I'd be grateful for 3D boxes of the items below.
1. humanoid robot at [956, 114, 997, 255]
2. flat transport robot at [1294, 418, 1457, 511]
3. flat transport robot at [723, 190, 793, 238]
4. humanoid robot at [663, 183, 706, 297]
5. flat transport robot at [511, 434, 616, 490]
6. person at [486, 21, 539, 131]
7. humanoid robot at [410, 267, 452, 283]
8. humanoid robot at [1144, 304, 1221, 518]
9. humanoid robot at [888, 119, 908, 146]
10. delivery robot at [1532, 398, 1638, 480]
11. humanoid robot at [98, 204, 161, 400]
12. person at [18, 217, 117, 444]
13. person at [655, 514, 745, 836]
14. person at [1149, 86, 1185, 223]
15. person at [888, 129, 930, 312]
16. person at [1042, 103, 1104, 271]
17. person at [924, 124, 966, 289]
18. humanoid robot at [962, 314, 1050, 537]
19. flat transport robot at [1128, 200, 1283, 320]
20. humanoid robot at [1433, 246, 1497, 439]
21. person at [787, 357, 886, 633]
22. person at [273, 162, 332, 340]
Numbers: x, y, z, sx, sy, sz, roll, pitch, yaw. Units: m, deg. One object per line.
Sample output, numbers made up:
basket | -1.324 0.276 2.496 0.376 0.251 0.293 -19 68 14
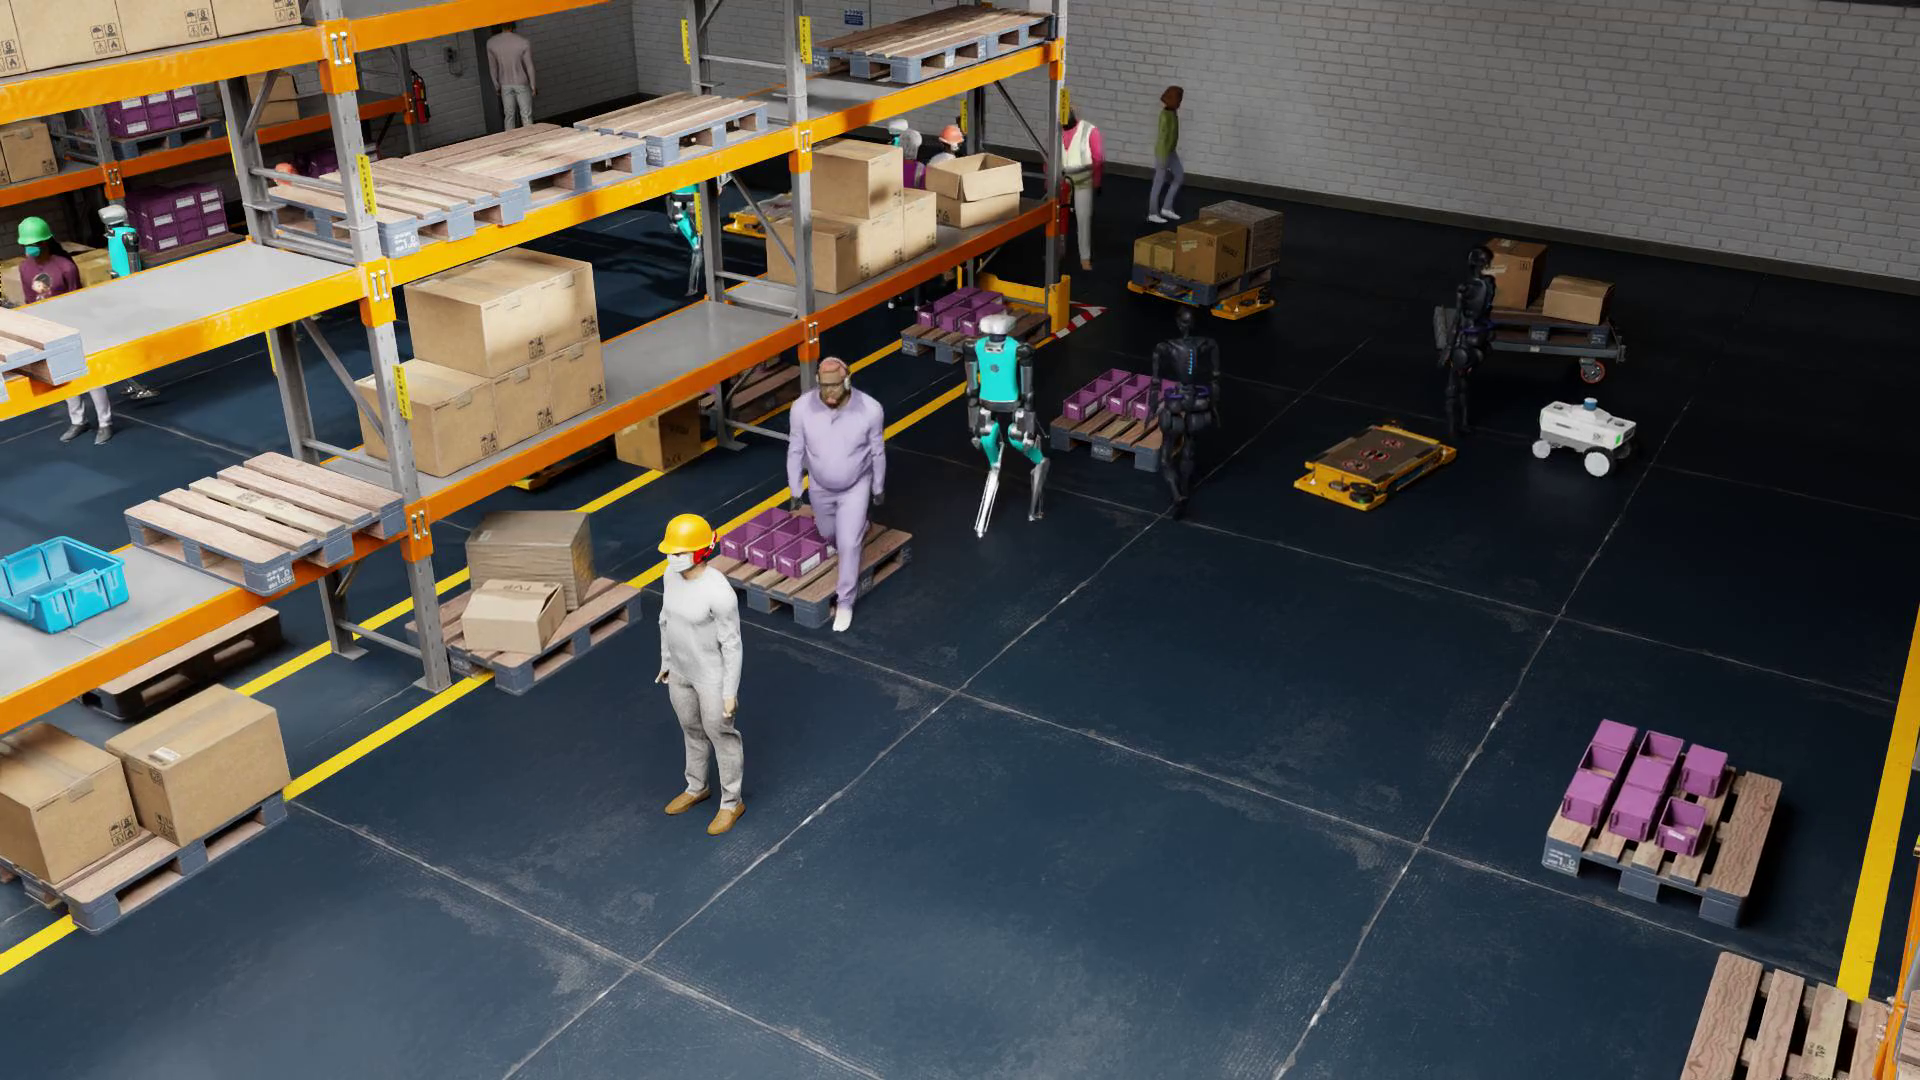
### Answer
humanoid robot | 0.223 -3.904 18.388 0.583 1.646 0.620 -16 31 -29
flat transport robot | 3.367 -0.614 13.408 0.659 0.231 1.431 23 35 38
flat transport robot | -2.137 -3.886 19.855 0.659 0.231 1.431 15 31 27
humanoid robot | -2.771 -3.457 17.443 0.558 1.757 1.042 5 27 10
flat transport robot | -3.294 -0.808 13.790 0.659 0.231 1.431 16 31 28
person | -5.997 -6.123 22.421 0.630 1.940 0.372 1 27 2
humanoid robot | -5.234 -2.896 16.347 0.588 1.648 0.347 8 28 15
humanoid robot | 1.723 -0.978 12.578 0.592 1.634 0.564 -4 27 -9
humanoid robot | -0.815 -3.520 17.455 0.661 1.740 0.538 -4 27 -8
delivery robot | 5.125 -0.862 13.577 0.768 0.591 0.499 23 35 38
humanoid robot | -7.379 -2.016 14.401 0.735 1.677 0.533 -23 35 -37
person | -7.429 -1.737 13.776 0.496 1.943 0.435 2 27 4
person | -1.404 0.716 8.992 0.572 1.897 0.360 19 33 33
person | 2.489 -4.553 19.675 0.499 1.613 0.564 11 29 21
person | -0.514 -3.223 16.819 0.508 1.840 0.335 9 28 17
person | 1.216 -3.864 18.124 0.697 1.807 0.432 11 29 20
person | -0.194 -3.451 17.375 0.625 1.734 0.571 -15 31 -27
humanoid robot | 0.375 -0.896 12.391 0.572 1.788 0.812 8 28 16
flat transport robot | 2.504 -2.601 17.323 0.659 0.231 1.431 -24 35 -38
humanoid robot | 4.241 -1.640 13.875 0.599 1.657 0.315 -22 34 -36
person | -0.817 -0.408 11.241 0.651 1.868 0.919 4 27 7
person | -6.529 -2.832 16.187 0.669 1.715 0.627 -24 36 -39
